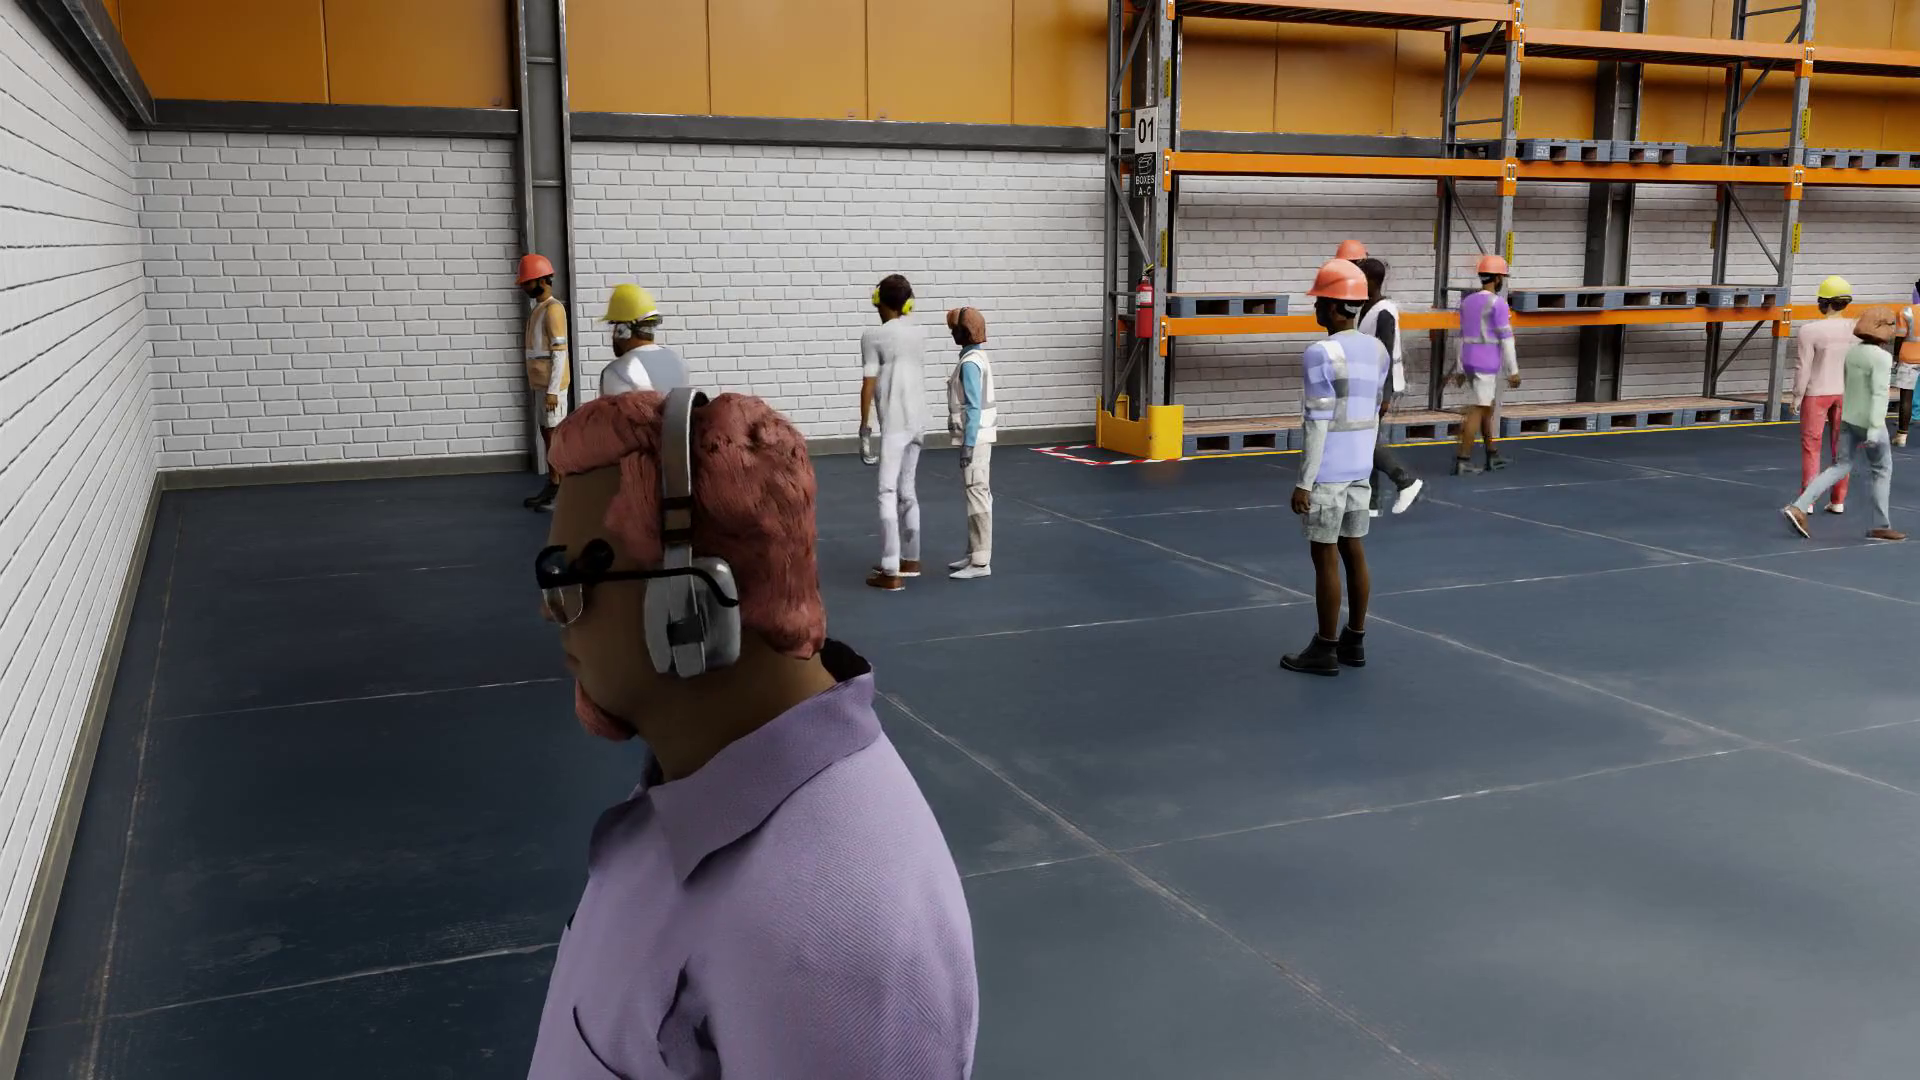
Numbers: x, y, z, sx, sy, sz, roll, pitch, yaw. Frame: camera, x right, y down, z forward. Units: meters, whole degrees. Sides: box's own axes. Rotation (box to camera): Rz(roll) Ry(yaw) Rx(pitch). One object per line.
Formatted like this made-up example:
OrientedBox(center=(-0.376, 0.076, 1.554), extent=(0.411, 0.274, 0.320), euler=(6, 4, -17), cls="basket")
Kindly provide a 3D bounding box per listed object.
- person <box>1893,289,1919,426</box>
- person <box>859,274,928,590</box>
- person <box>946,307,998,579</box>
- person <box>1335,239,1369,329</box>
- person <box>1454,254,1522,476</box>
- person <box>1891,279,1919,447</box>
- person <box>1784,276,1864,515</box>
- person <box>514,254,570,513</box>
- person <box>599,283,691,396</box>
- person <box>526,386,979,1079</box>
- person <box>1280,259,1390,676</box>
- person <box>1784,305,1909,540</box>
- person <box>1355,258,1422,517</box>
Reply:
OrientedBox(center=(10.577, -2.132, 18.099), extent=(0.394, 1.839, 0.563), euler=(-4, 11, -19), cls="person")
OrientedBox(center=(-0.406, -0.639, 9.815), extent=(0.483, 1.837, 0.531), euler=(9, 14, 42), cls="person")
OrientedBox(center=(0.070, -0.580, 10.020), extent=(0.315, 1.636, 0.515), euler=(1, 10, 3), cls="person")
OrientedBox(center=(3.486, -1.663, 14.924), extent=(0.396, 2.038, 0.614), euler=(-4, 11, -20), cls="person")
OrientedBox(center=(4.652, -1.505, 14.435), extent=(0.842, 1.907, 0.550), euler=(-3, 11, -16), cls="person")
OrientedBox(center=(9.484, -1.760, 16.422), extent=(0.537, 1.695, 0.320), euler=(3, 11, 18), cls="person")
OrientedBox(center=(6.416, -1.061, 12.327), extent=(0.525, 1.772, 0.306), euler=(-1, 10, -4), cls="person")
OrientedBox(center=(-3.123, -1.170, 12.496), extent=(0.372, 1.928, 0.543), euler=(-5, 11, -26), cls="person")
OrientedBox(center=(-1.494, -0.279, 7.800), extent=(0.404, 1.828, 0.599), euler=(4, 11, 23), cls="person")
OrientedBox(center=(-0.209, 0.812, 1.518), extent=(0.402, 1.904, 0.652), euler=(-3, 11, -14), cls="person")
OrientedBox(center=(1.749, -0.333, 7.789), extent=(0.544, 1.943, 0.347), euler=(-9, 14, -42), cls="person")
OrientedBox(center=(6.051, -0.785, 11.243), extent=(0.784, 1.604, 0.503), euler=(-1, 10, -3), cls="person")
OrientedBox(center=(3.048, -1.087, 12.096), extent=(0.499, 1.906, 0.593), euler=(0, 10, 1), cls="person")
